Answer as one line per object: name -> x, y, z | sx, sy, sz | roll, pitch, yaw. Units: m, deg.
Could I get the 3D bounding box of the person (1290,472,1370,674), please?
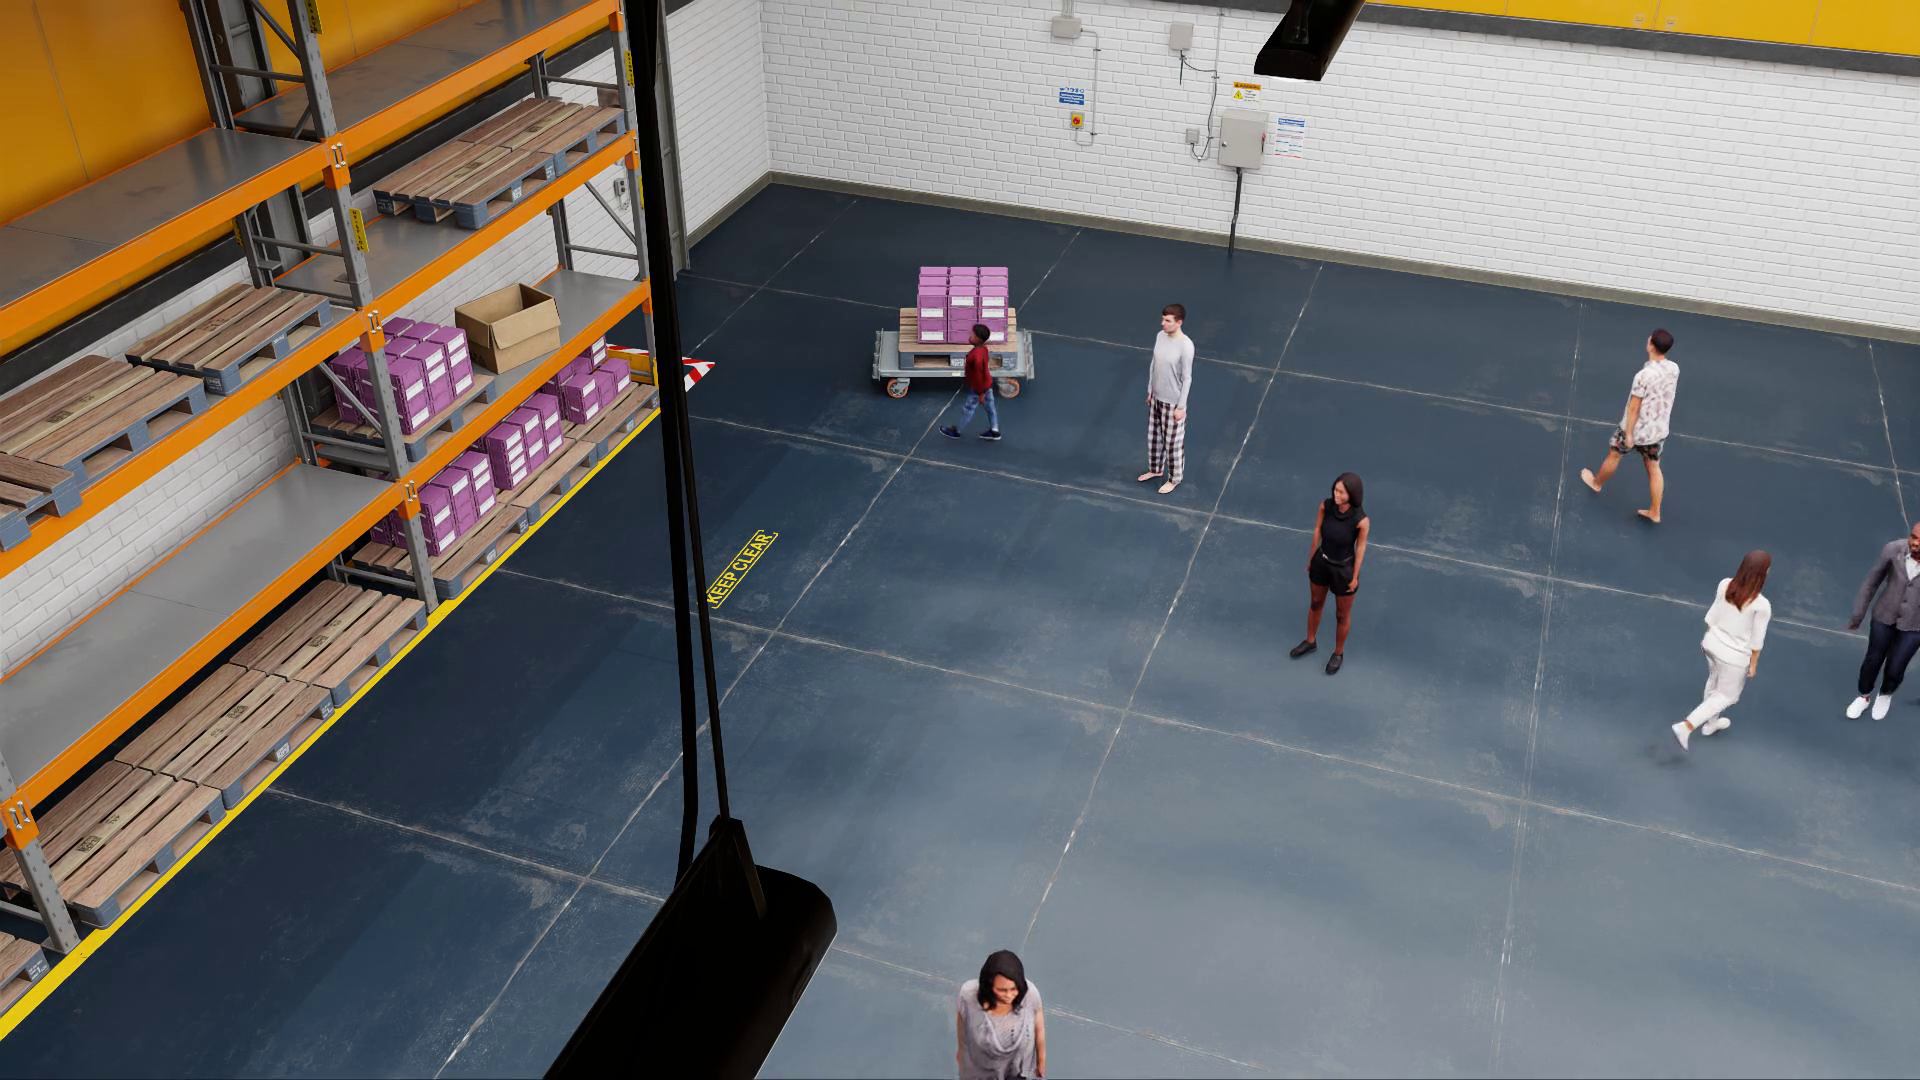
person -> 2.916, 0.237, 12.934 | 0.658, 1.741, 0.629 | 26, 41, 33

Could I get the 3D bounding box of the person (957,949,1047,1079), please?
person -> 0.217, 2.792, 9.229 | 0.864, 1.588, 0.998 | -3, 34, -5

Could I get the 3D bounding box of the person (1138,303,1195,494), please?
person -> 1.908, -1.311, 15.167 | 0.716, 1.848, 0.703 | -23, 40, -30

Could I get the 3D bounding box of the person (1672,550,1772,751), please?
person -> 5.564, 0.827, 12.107 | 1.015, 1.674, 0.952 | -15, 37, -22

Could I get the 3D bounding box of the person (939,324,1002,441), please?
person -> 0.254, -1.487, 15.986 | 0.646, 1.234, 0.779 | 6, 34, 9

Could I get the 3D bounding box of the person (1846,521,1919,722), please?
person -> 7.022, 0.575, 12.373 | 0.836, 1.798, 0.886 | -27, 42, -35

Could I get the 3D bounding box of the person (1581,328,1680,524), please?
person -> 6.129, -0.971, 14.719 | 1.135, 1.777, 1.235 | -12, 35, -17
